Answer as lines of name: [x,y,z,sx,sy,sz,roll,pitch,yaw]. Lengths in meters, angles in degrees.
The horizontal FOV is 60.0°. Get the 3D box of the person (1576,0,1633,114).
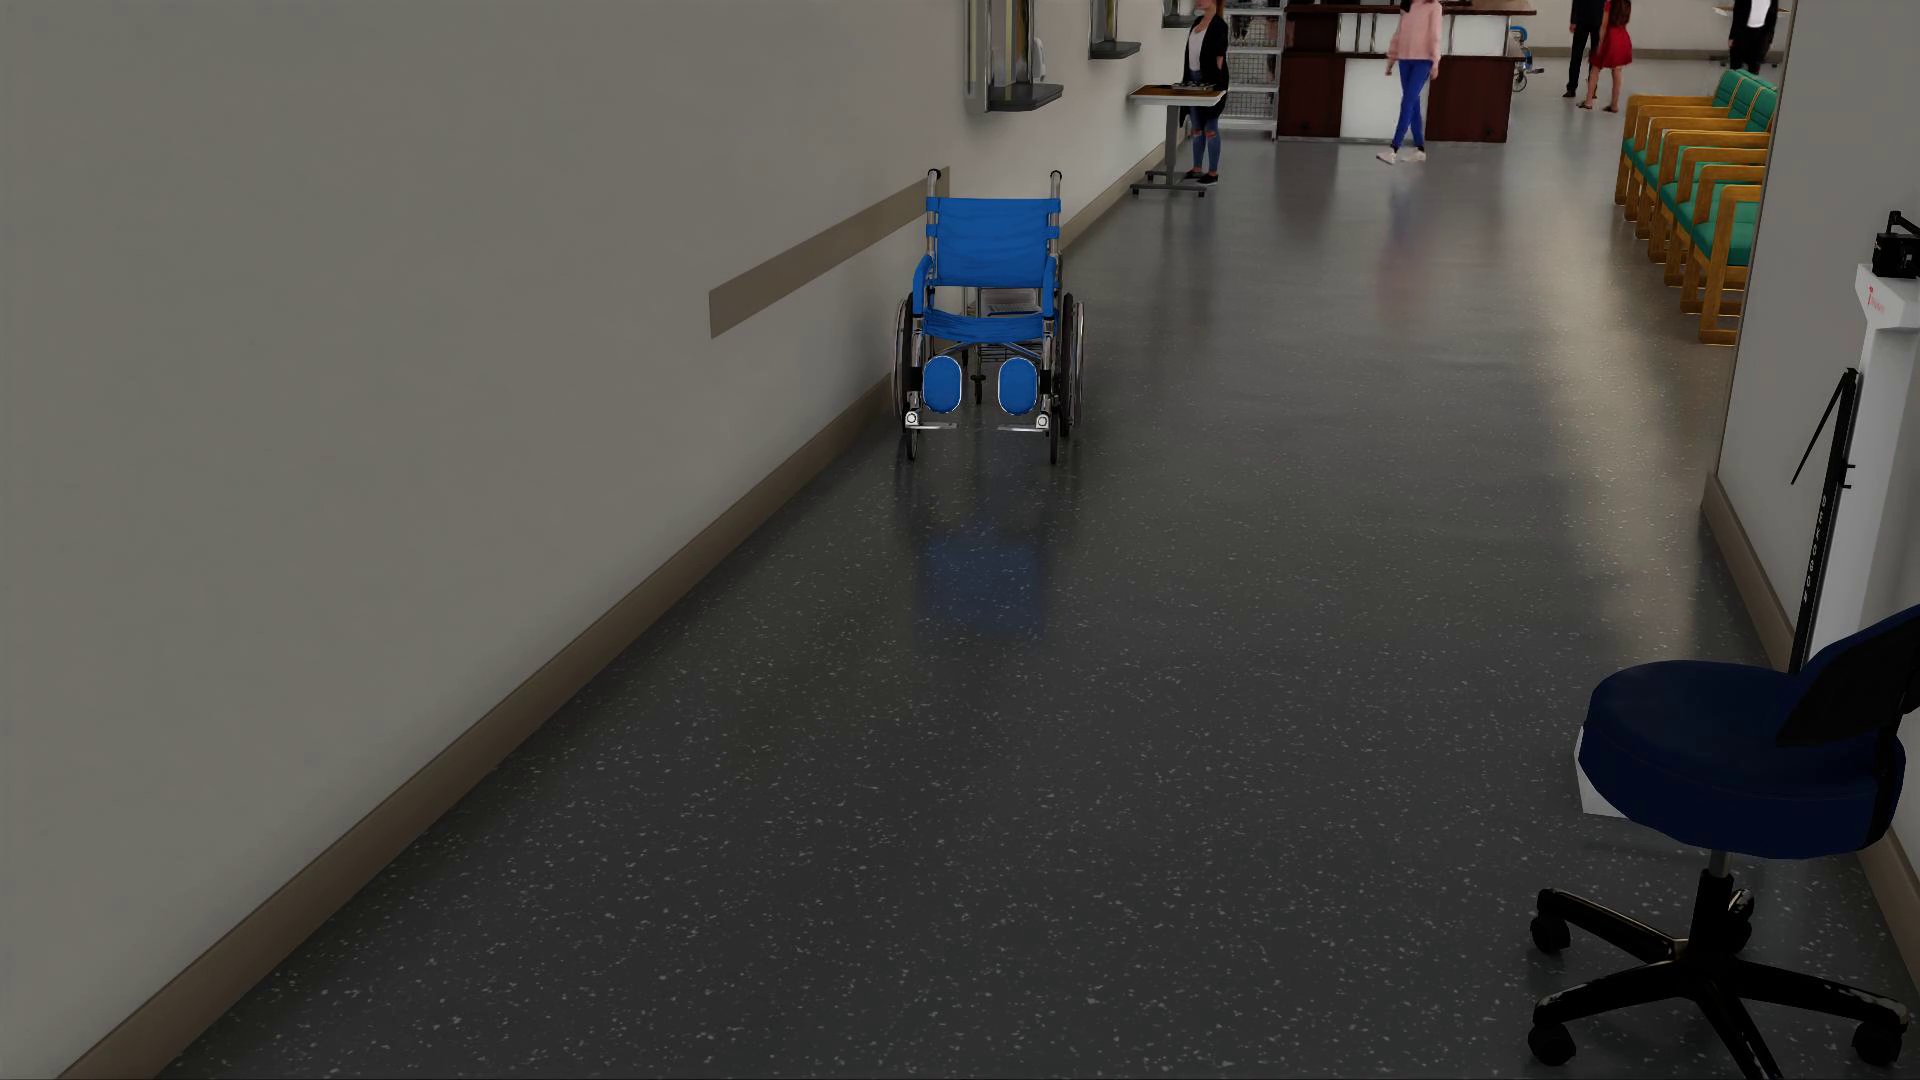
person: [7.611,-5.729,19.263,0.846,1.527,0.819,-4,21,-11]

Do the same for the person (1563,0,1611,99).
person: [7.900,-6.498,20.809,0.570,1.871,0.733,9,22,22]

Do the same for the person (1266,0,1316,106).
person: [3.933,-6.179,19.915,0.688,1.907,0.836,1,21,3]

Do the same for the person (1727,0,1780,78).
person: [8.511,-5.381,17.986,0.823,1.782,0.724,3,21,7]

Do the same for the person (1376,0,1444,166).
person: [4.234,-4.316,15.232,1.083,1.742,1.027,-12,24,-29]

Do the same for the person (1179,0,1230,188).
person: [2.104,-3.882,14.166,0.769,1.685,0.716,-10,23,-25]

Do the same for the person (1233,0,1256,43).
person: [4.756,-9.214,28.199,0.694,1.716,0.825,18,27,39]
